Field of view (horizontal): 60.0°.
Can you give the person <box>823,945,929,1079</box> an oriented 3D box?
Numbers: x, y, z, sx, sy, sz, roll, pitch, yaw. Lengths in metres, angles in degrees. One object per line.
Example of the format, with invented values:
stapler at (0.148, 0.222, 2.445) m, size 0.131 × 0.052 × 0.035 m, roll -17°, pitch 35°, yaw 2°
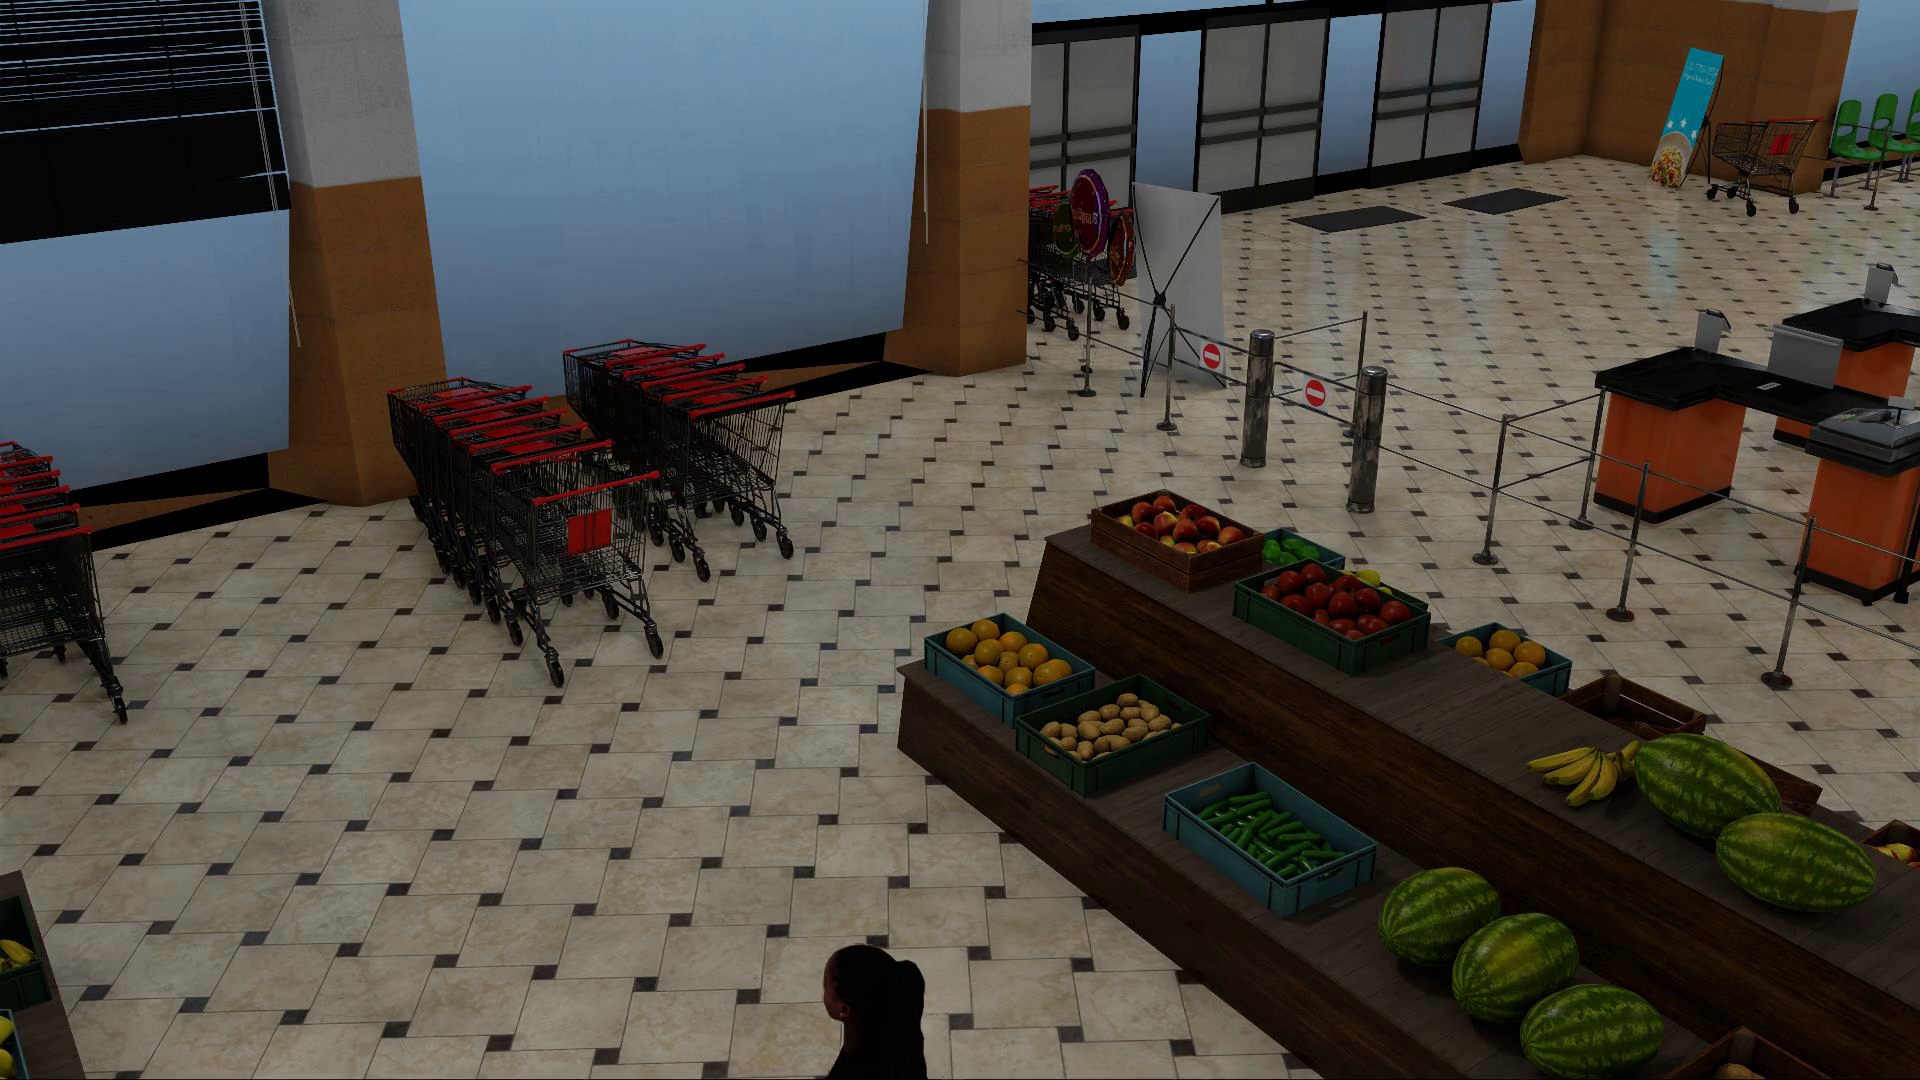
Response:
person at (-0.182, 1.895, 4.620) m, size 0.923 × 1.717 × 0.830 m, roll 11°, pitch 26°, yaw 23°
